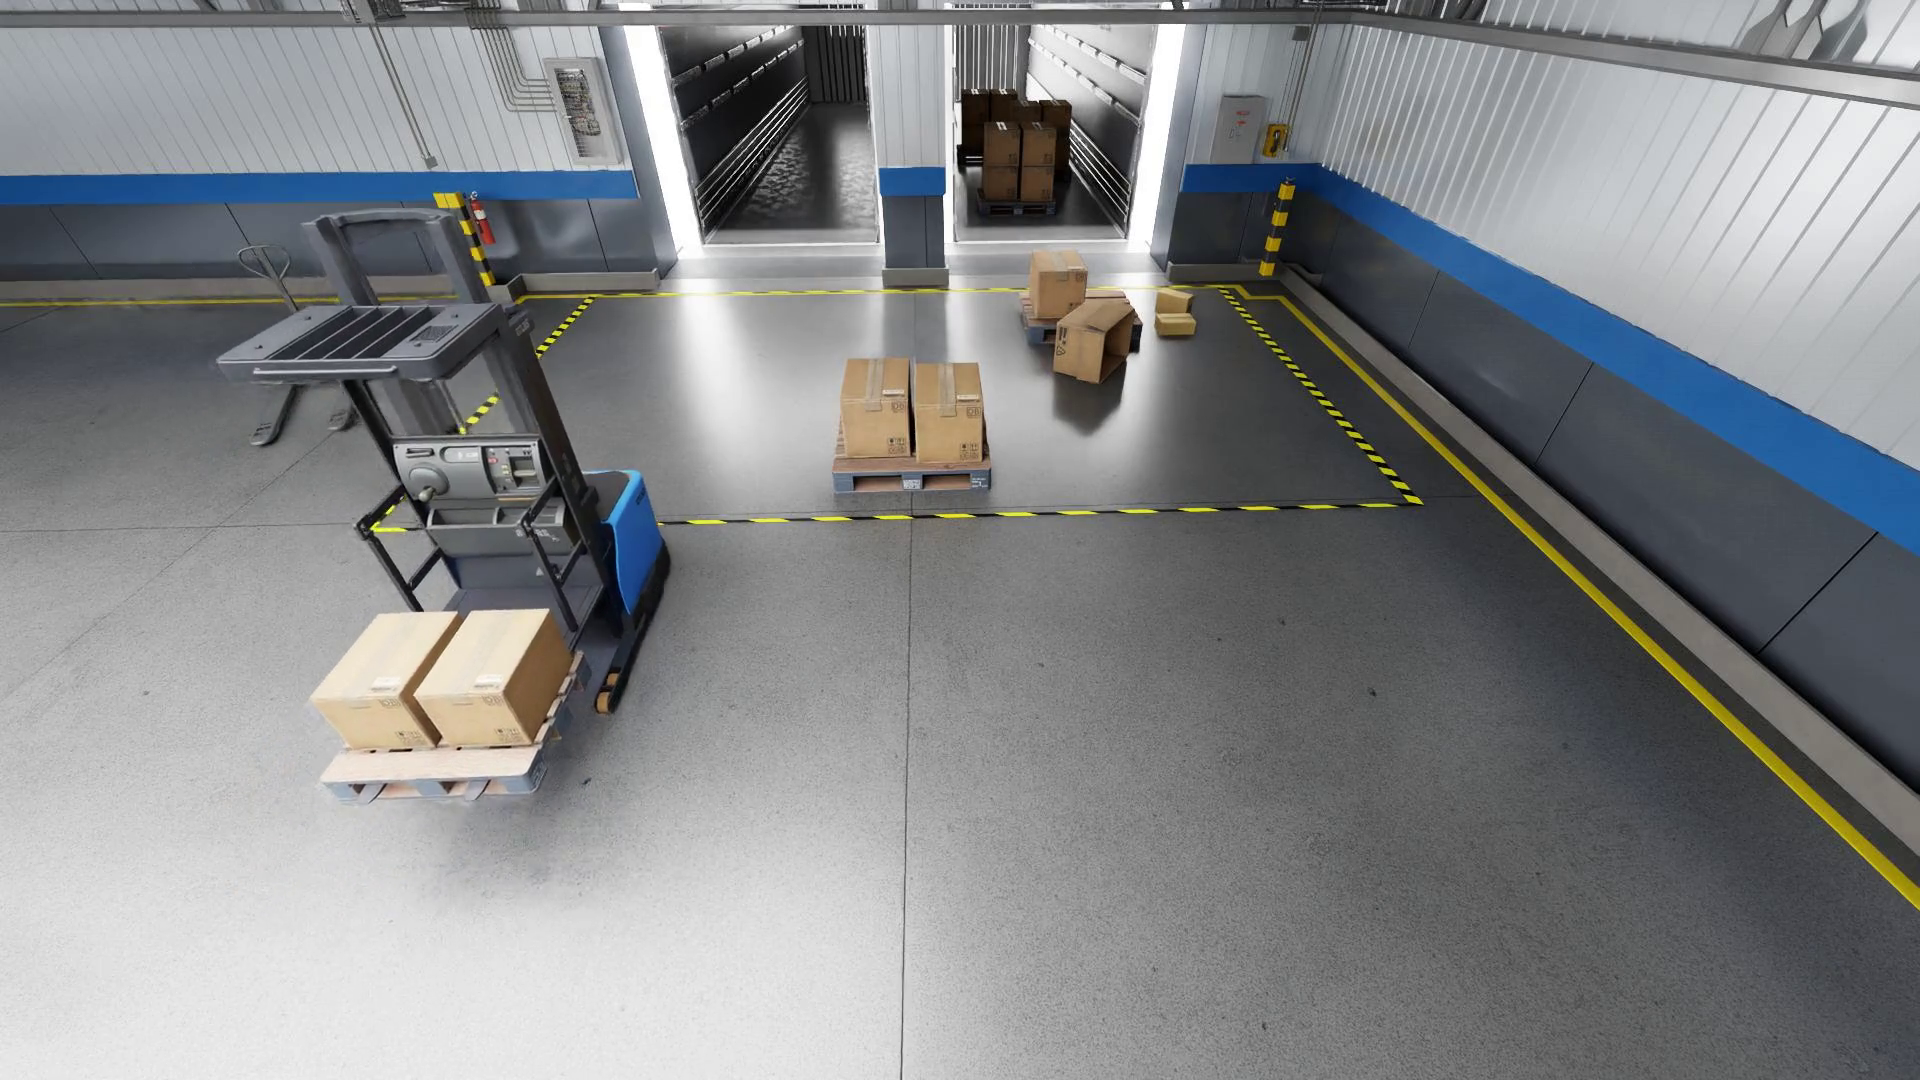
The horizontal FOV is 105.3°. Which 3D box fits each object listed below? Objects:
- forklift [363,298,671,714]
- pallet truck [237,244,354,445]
[{"bbox_3d":[-2.282,-0.355,3.985,0.716,2.013,0.776,-1,38,-2],"label":"forklift"},{"bbox_3d":[-5.915,-1.733,6.366,0.680,1.201,1.601,-18,42,-21],"label":"pallet truck"}]
